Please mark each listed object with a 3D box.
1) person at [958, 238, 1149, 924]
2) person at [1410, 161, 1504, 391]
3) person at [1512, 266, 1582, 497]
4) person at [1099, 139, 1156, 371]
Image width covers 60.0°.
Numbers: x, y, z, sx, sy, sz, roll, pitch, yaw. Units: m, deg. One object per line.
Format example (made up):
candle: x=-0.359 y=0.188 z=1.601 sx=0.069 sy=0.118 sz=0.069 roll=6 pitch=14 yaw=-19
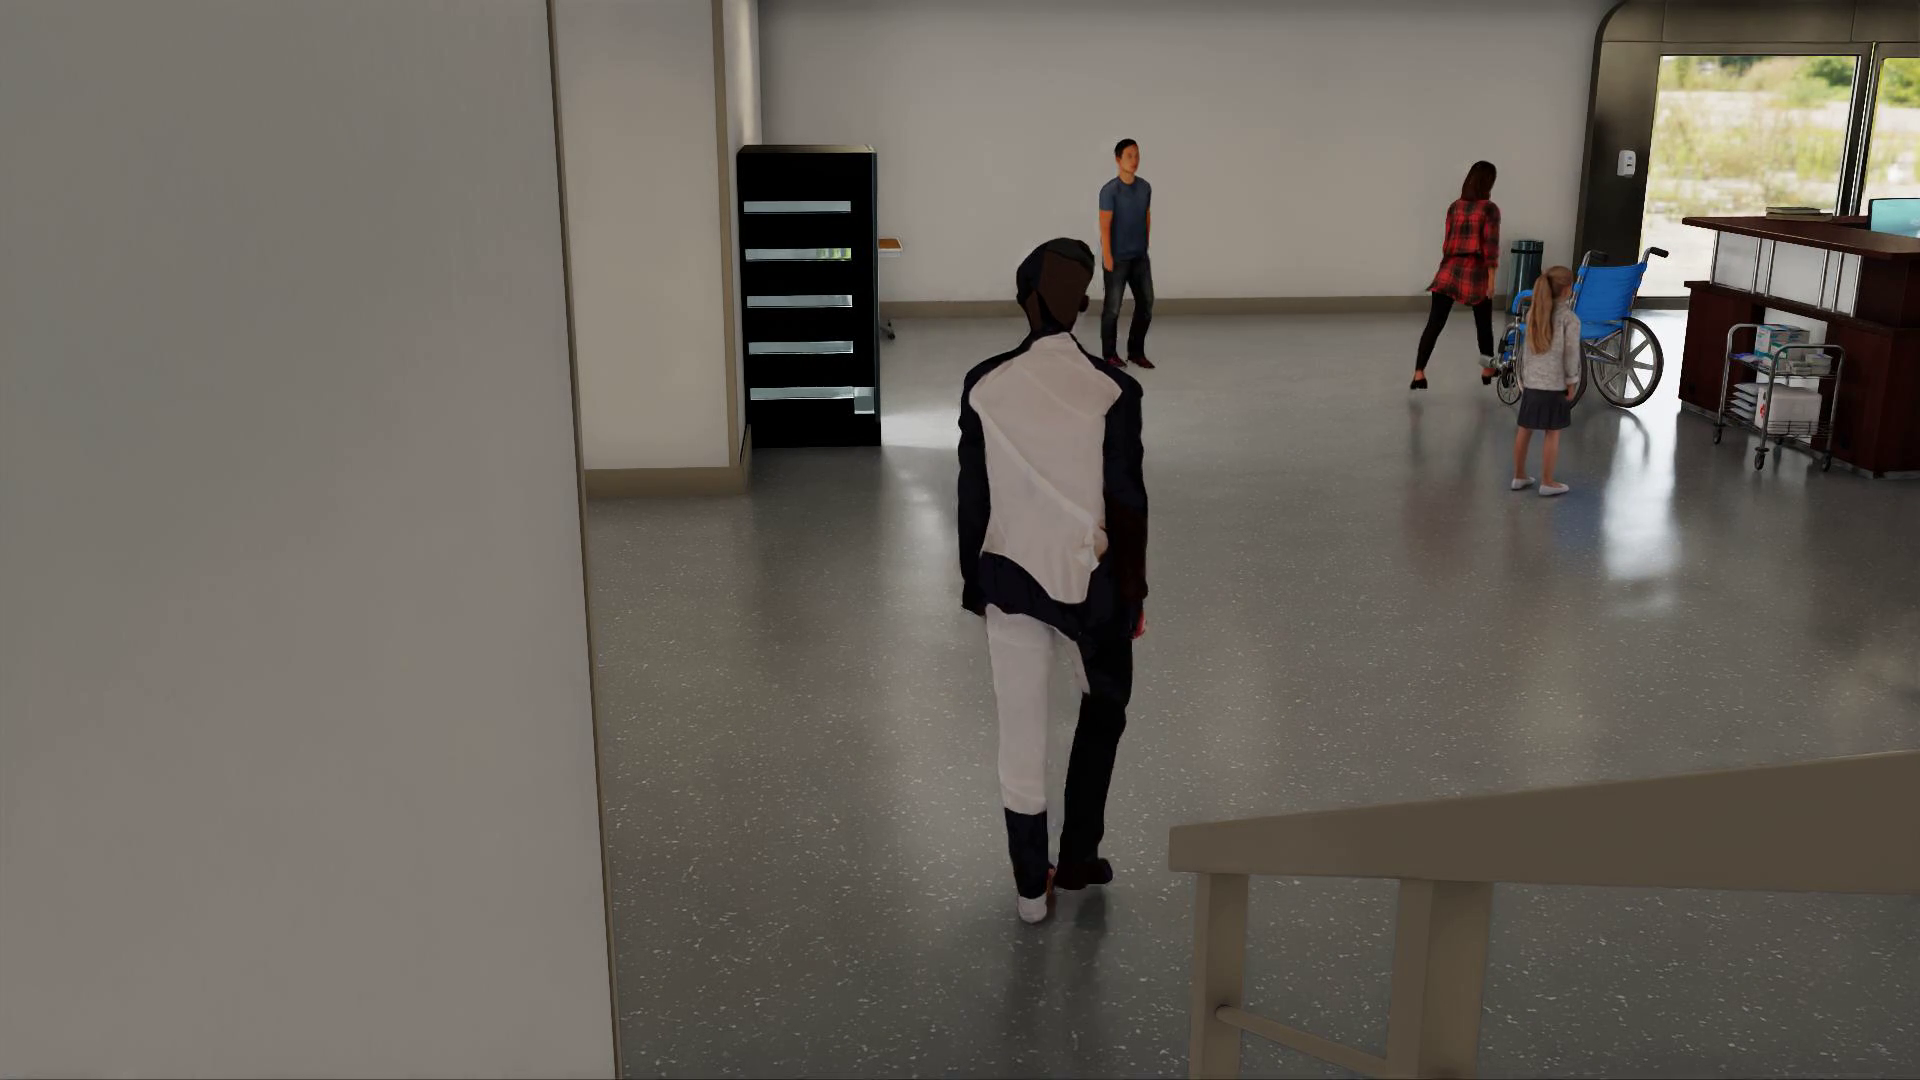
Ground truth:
person: x=0.229 y=0.159 z=4.454 sx=0.801 sy=1.885 sz=0.785 roll=5 pitch=16 yaw=16
person: x=3.583 y=-1.834 z=11.981 sx=1.200 sy=1.638 sz=1.191 roll=14 pitch=21 yaw=41
person: x=3.289 y=-0.898 z=9.314 sx=0.655 sy=1.276 sz=0.575 roll=-10 pitch=19 yaw=-33
person: x=1.242 y=-2.240 z=13.127 sx=0.830 sy=1.797 sz=0.878 roll=-9 pitch=18 yaw=-30
